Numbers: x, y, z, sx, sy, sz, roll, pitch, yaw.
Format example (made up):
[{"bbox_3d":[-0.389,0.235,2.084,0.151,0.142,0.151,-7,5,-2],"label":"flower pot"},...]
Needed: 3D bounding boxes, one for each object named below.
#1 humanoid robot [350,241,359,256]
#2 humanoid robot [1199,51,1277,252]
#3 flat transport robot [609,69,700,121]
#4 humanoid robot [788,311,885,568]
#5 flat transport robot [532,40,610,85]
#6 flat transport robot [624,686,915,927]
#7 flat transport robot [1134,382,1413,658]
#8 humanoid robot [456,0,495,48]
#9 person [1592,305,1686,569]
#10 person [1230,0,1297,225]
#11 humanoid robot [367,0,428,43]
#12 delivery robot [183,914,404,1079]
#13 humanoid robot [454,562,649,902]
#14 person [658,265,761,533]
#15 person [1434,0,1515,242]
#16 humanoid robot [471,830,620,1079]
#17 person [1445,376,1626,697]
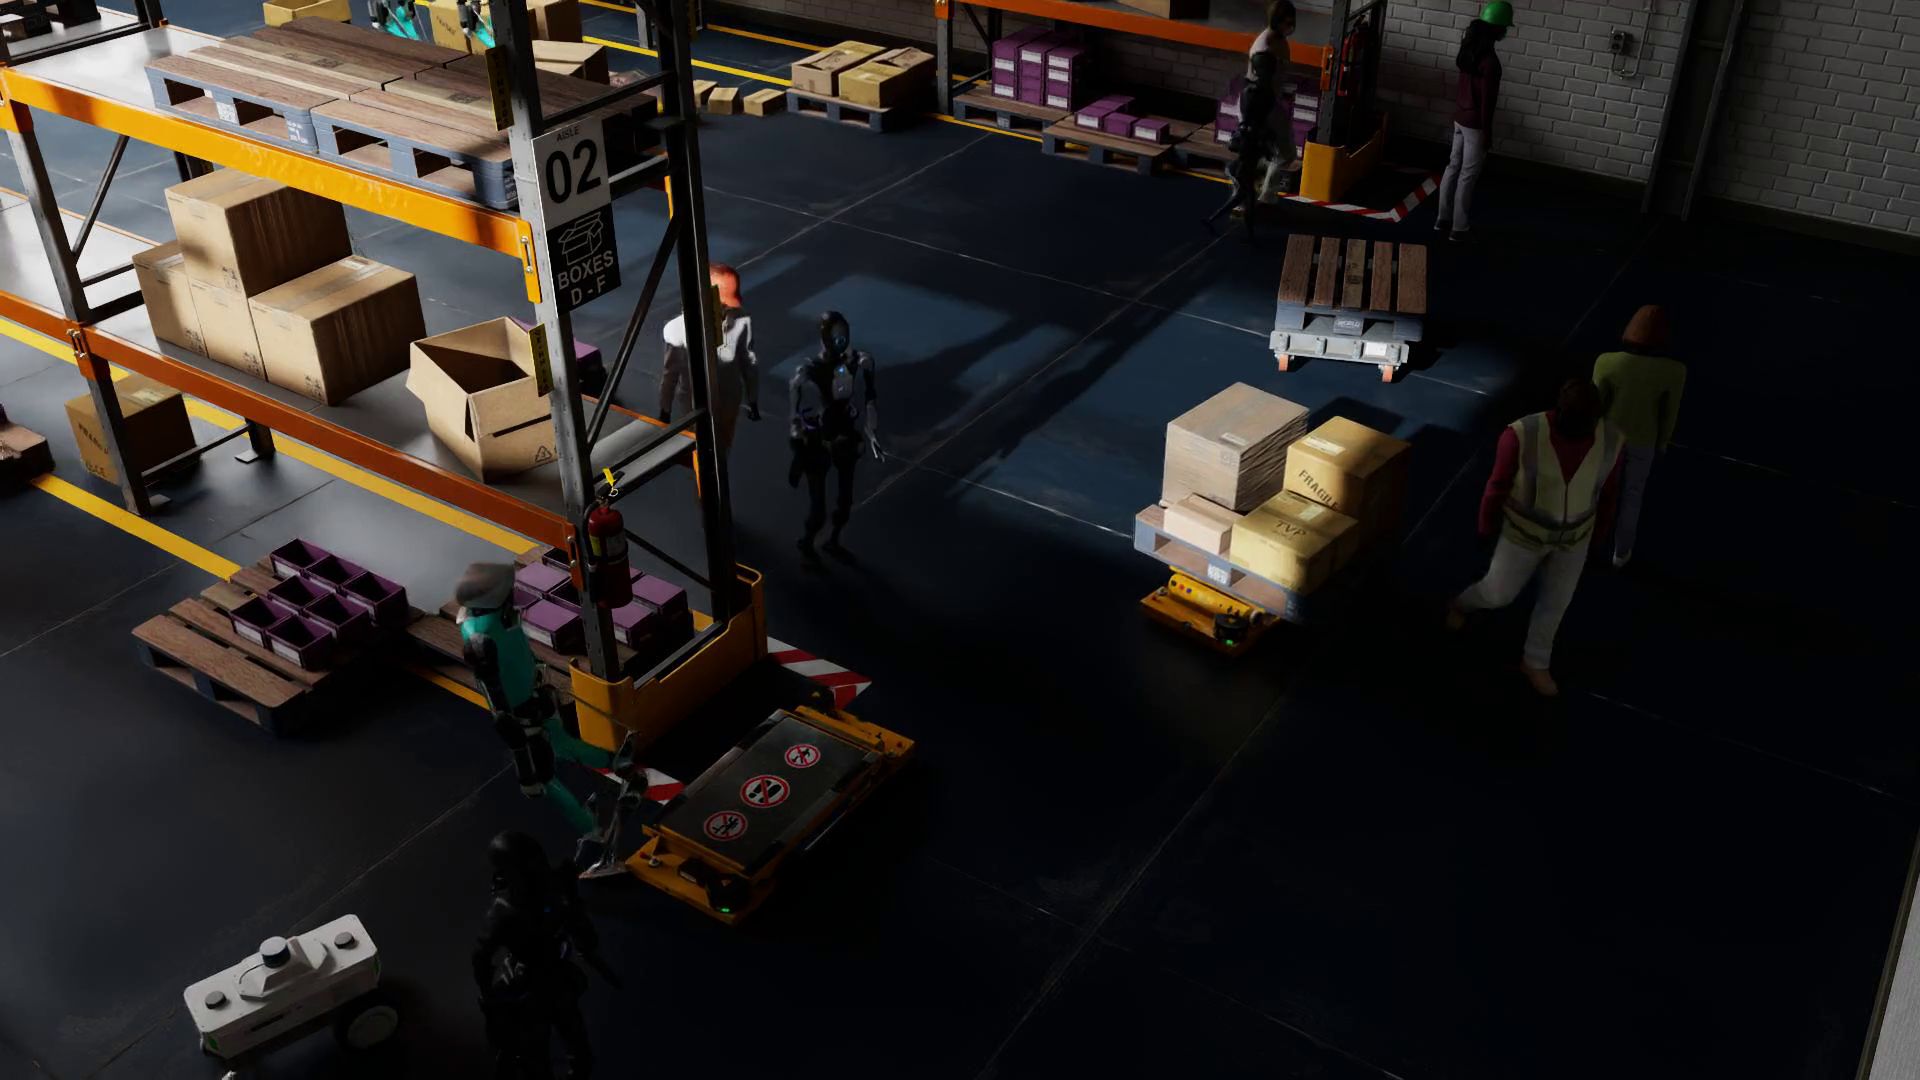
[{"bbox_3d":[-4.551,-2.181,11.992,0.720,1.903,0.549,5,33,7],"label":"humanoid robot"},{"bbox_3d":[2.289,-3.166,13.494,0.658,1.657,0.594,20,38,27],"label":"humanoid robot"},{"bbox_3d":[-3.233,-4.397,16.631,0.659,0.231,1.431,-21,39,-29],"label":"flat transport robot"},{"bbox_3d":[-0.724,-0.570,9.469,0.601,1.643,0.366,-18,37,-26],"label":"humanoid robot"},{"bbox_3d":[-3.676,-3.664,15.504,1.431,0.231,0.659,7,34,10],"label":"flat transport robot"},{"bbox_3d":[-0.884,1.237,7.972,0.659,0.231,1.431,20,38,27],"label":"flat transport robot"},{"bbox_3d":[1.731,0.176,9.603,0.659,0.231,1.431,27,42,35],"label":"flat transport robot"},{"bbox_3d":[-4.571,-5.069,16.362,0.793,1.825,0.552,27,42,35],"label":"humanoid robot"},{"bbox_3d":[3.793,-0.576,9.505,0.499,1.633,0.283,10,34,15],"label":"person"},{"bbox_3d":[2.585,-3.503,13.745,0.632,1.913,0.636,16,36,22],"label":"person"},{"bbox_3d":[-5.534,-5.190,16.568,0.658,1.863,0.534,22,39,30],"label":"humanoid robot"},{"bbox_3d":[-2.709,1.858,6.769,0.813,0.609,0.499,-23,39,-31],"label":"delivery robot"},{"bbox_3d":[-1.660,0.880,7.212,0.780,1.806,0.537,-3,33,-4],"label":"humanoid robot"},{"bbox_3d":[-1.412,-0.777,9.742,0.612,1.707,0.641,-22,39,-30],"label":"person"},{"bbox_3d":[4.185,-3.407,13.576,0.431,1.945,0.488,-7,34,-10],"label":"person"},{"bbox_3d":[-1.512,1.655,6.047,0.334,1.646,0.600,15,36,22],"label":"humanoid robot"},{"bbox_3d":[2.984,-0.089,8.590,0.651,1.819,0.641,-1,33,-1],"label":"person"}]
